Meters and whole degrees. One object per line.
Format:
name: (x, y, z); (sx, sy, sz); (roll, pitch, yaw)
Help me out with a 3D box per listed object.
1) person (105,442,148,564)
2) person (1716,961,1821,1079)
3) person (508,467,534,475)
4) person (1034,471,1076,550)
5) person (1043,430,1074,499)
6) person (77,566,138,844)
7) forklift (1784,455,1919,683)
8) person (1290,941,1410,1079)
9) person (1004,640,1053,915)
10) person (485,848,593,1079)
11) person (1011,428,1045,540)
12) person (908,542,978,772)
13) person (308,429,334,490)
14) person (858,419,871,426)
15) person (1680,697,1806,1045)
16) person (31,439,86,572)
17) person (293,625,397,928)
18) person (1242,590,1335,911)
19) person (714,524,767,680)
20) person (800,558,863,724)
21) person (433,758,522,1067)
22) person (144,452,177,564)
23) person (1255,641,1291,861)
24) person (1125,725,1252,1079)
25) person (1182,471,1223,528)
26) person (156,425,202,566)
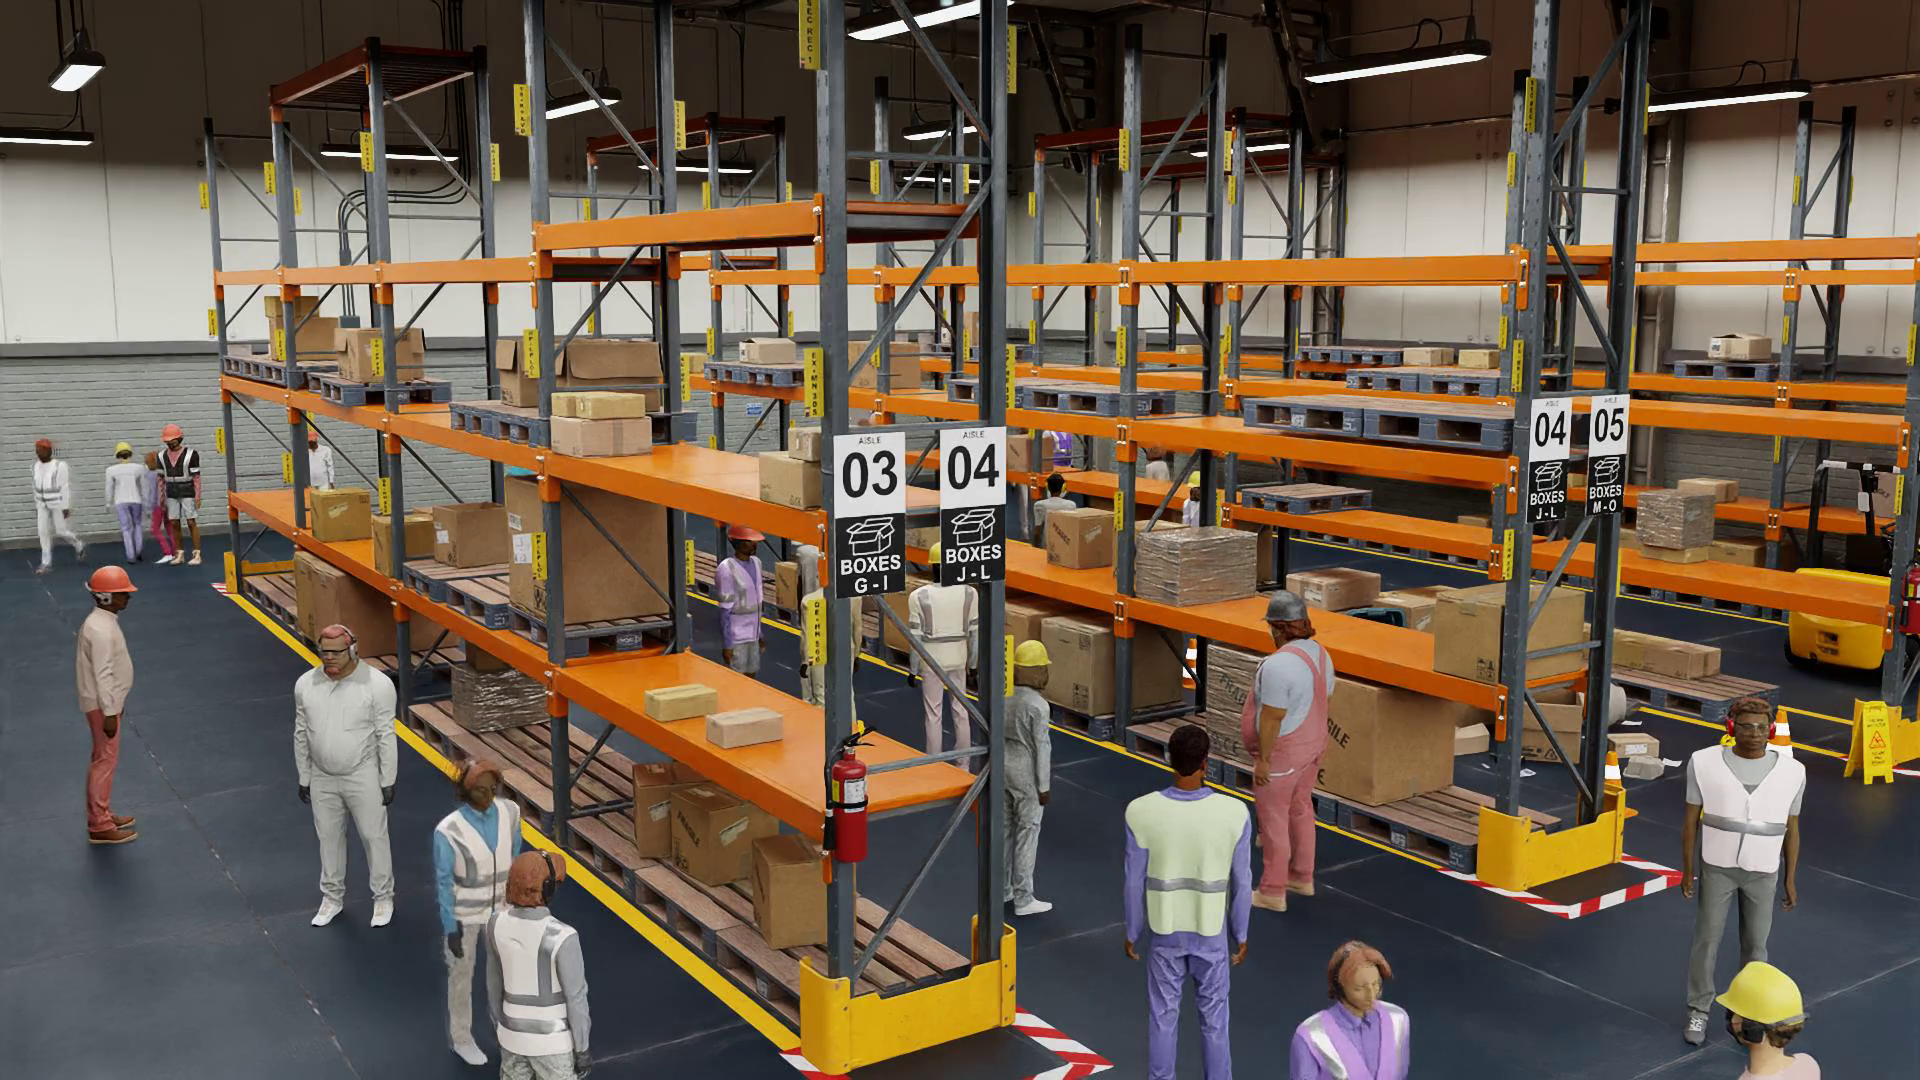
person: (-12.001, -0.541, 23.919); (0.537, 1.743, 0.678); (-6, 11, -37)
person: (2.577, 2.231, 5.414); (0.523, 1.769, 0.320); (-7, 11, -37)
person: (-6.134, -0.512, 23.757); (0.596, 1.734, 0.481); (1, 9, 5)
person: (1.085, 0.157, 18.878); (0.517, 1.874, 0.327); (1, 9, 5)
person: (1.731, -1.325, 28.844); (0.627, 1.844, 0.429); (-7, 11, -37)
person: (-6.050, 1.162, 11.861); (0.448, 1.980, 0.627); (-4, 10, -26)
forklift: (9.643, 0.253, 17.172); (2.313, 2.155, 1.214); (-6, 10, -33)
person: (1.397, 2.220, 5.938); (0.535, 1.631, 0.346); (-4, 10, -27)
person: (0.414, 1.485, 10.493); (0.342, 1.733, 0.480); (-6, 11, -37)
person: (-1.732, 2.077, 6.866); (0.514, 1.640, 0.310); (5, 10, 29)
person: (1.079, -0.904, 25.956); (0.600, 1.862, 0.579); (-1, 9, -9)
person: (-0.141, 0.970, 13.277); (0.593, 1.925, 0.384); (-3, 9, -19)
person: (-10.308, -0.935, 26.588); (0.573, 1.739, 0.350); (-3, 9, -22)
person: (-1.703, -1.348, 29.723); (0.423, 1.618, 0.533); (1, 9, 7)
person: (4.037, 1.708, 8.622); (0.565, 1.849, 0.388); (2, 9, 15)
person: (-12.691, -0.508, 23.327); (0.582, 1.864, 0.771); (1, 9, 10)
person: (-3.773, 1.448, 10.213); (0.641, 1.899, 0.394); (1, 9, 3)
person: (2.068, 1.310, 10.640); (0.536, 2.000, 0.685); (7, 11, 40)
person: (-1.805, 0.802, 14.013); (0.392, 2.041, 0.615); (4, 9, 22)
person: (-1.084, 0.963, 13.896); (0.561, 1.752, 0.327); (-5, 10, -28)
person: (-2.321, 1.882, 8.233); (0.756, 1.604, 0.542); (8, 11, 41)
person: (-11.480, -0.470, 23.905); (0.300, 1.616, 0.599); (0, 9, -2)
person: (2.216, 1.364, 11.451); (0.319, 1.689, 0.539); (-3, 9, -20)
person: (1.056, 1.810, 7.738); (0.587, 1.913, 0.394); (1, 9, 8)
person: (2.791, 0.104, 19.410); (0.404, 1.825, 0.594); (-7, 11, -38)
person: (-11.092, -0.630, 23.615); (0.620, 2.028, 0.410); (0, 9, 1)
